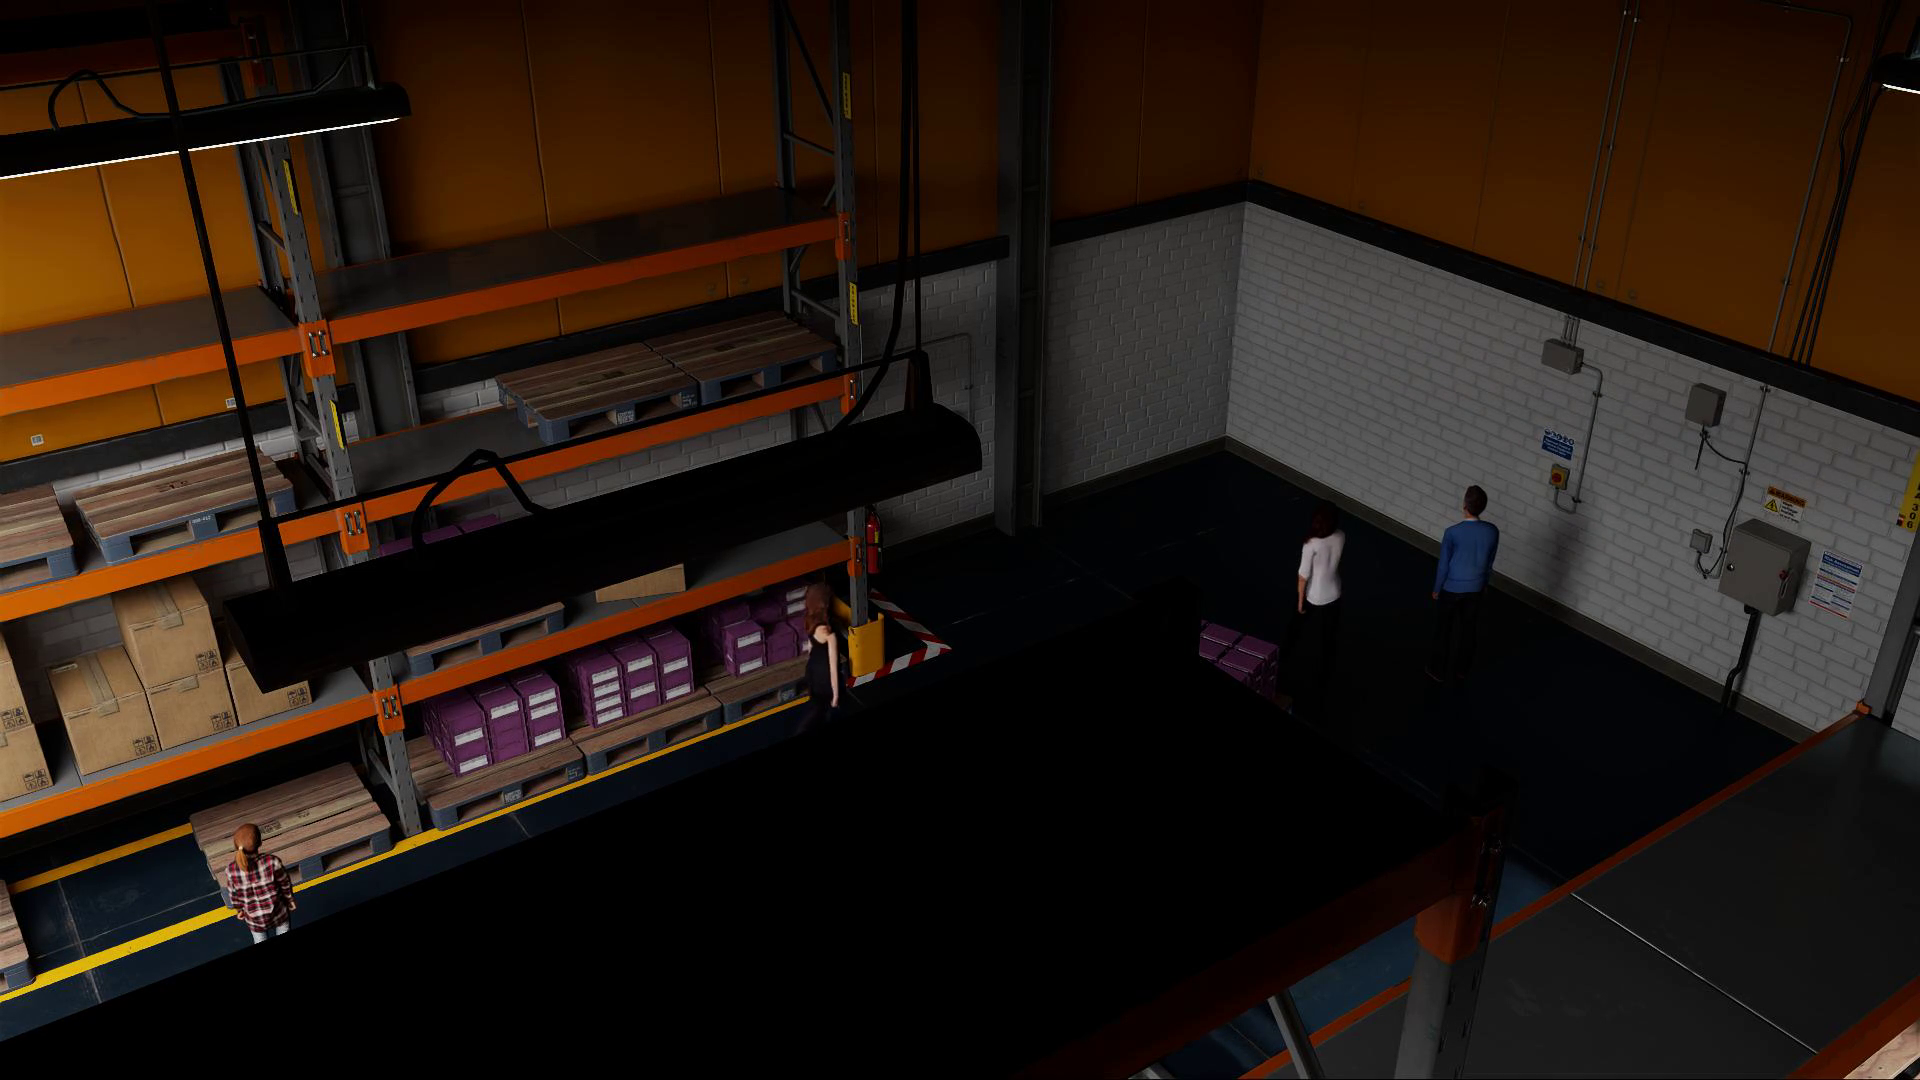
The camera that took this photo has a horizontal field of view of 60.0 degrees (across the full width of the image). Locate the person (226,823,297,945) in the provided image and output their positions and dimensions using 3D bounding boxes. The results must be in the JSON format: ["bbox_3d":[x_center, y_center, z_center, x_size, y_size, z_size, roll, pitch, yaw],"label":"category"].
[{"bbox_3d":[-4.551,2.393,10.882,0.540,1.306,0.654,-9,30,-15],"label":"person"}]

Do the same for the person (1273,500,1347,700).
[{"bbox_3d":[3.042,0.536,13.807,1.028,1.766,0.858,-9,30,-17],"label":"person"}]

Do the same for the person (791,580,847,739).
[{"bbox_3d":[-1.128,1.097,12.810,0.878,1.734,0.616,-20,35,-33],"label":"person"}]

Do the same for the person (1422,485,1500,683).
[{"bbox_3d":[4.247,0.367,14.059,0.670,1.820,0.798,-4,29,-8],"label":"person"}]
